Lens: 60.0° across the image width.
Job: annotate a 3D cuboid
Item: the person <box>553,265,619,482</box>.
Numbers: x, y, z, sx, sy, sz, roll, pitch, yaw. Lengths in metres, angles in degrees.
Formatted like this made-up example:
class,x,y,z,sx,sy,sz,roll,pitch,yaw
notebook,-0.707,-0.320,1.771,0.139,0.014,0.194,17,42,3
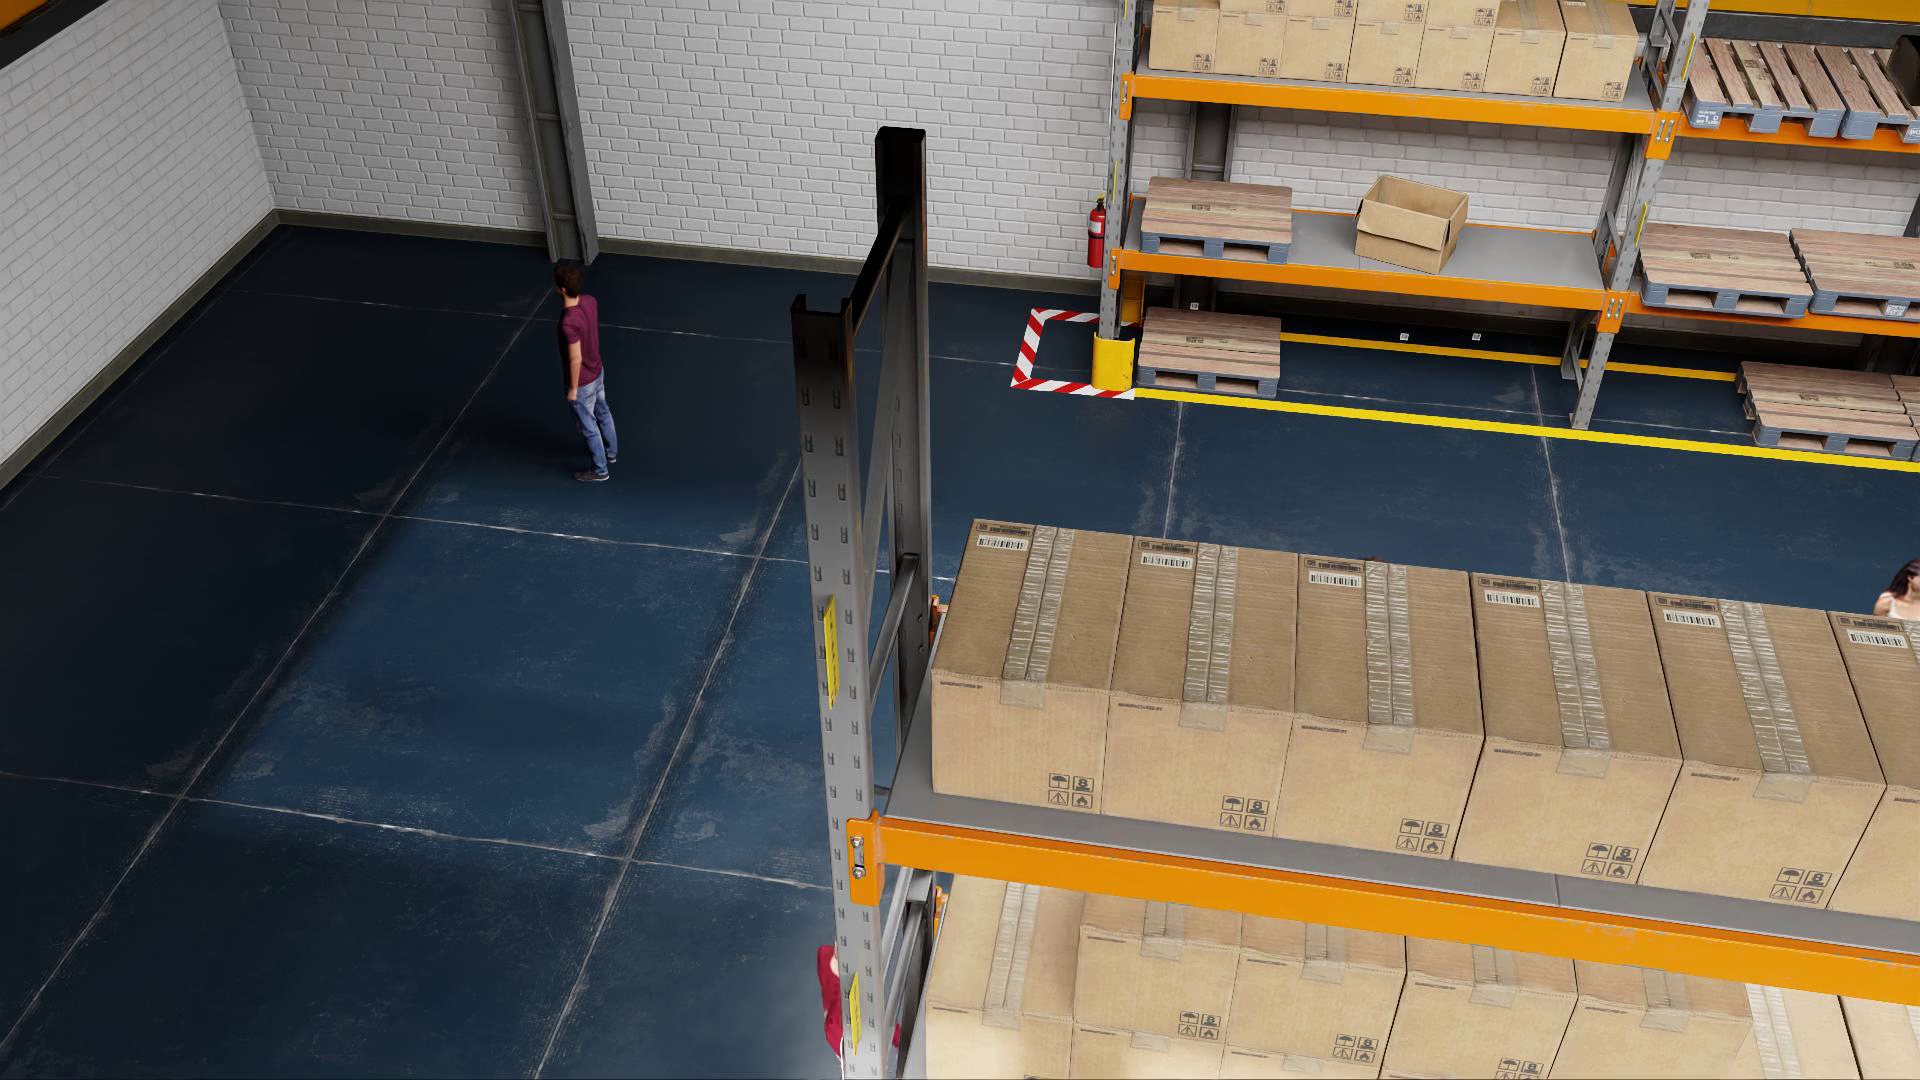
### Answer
class,x,y,z,sx,sy,sz,roll,pitch,yaw
person,-2.910,-1.302,12.870,0.530,1.855,0.645,7,39,8

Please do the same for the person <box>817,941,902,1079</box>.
class,x,y,z,sx,sy,sz,roll,pitch,yaw
person,-0.589,2.493,8.253,0.835,1.688,0.778,-24,44,-27
